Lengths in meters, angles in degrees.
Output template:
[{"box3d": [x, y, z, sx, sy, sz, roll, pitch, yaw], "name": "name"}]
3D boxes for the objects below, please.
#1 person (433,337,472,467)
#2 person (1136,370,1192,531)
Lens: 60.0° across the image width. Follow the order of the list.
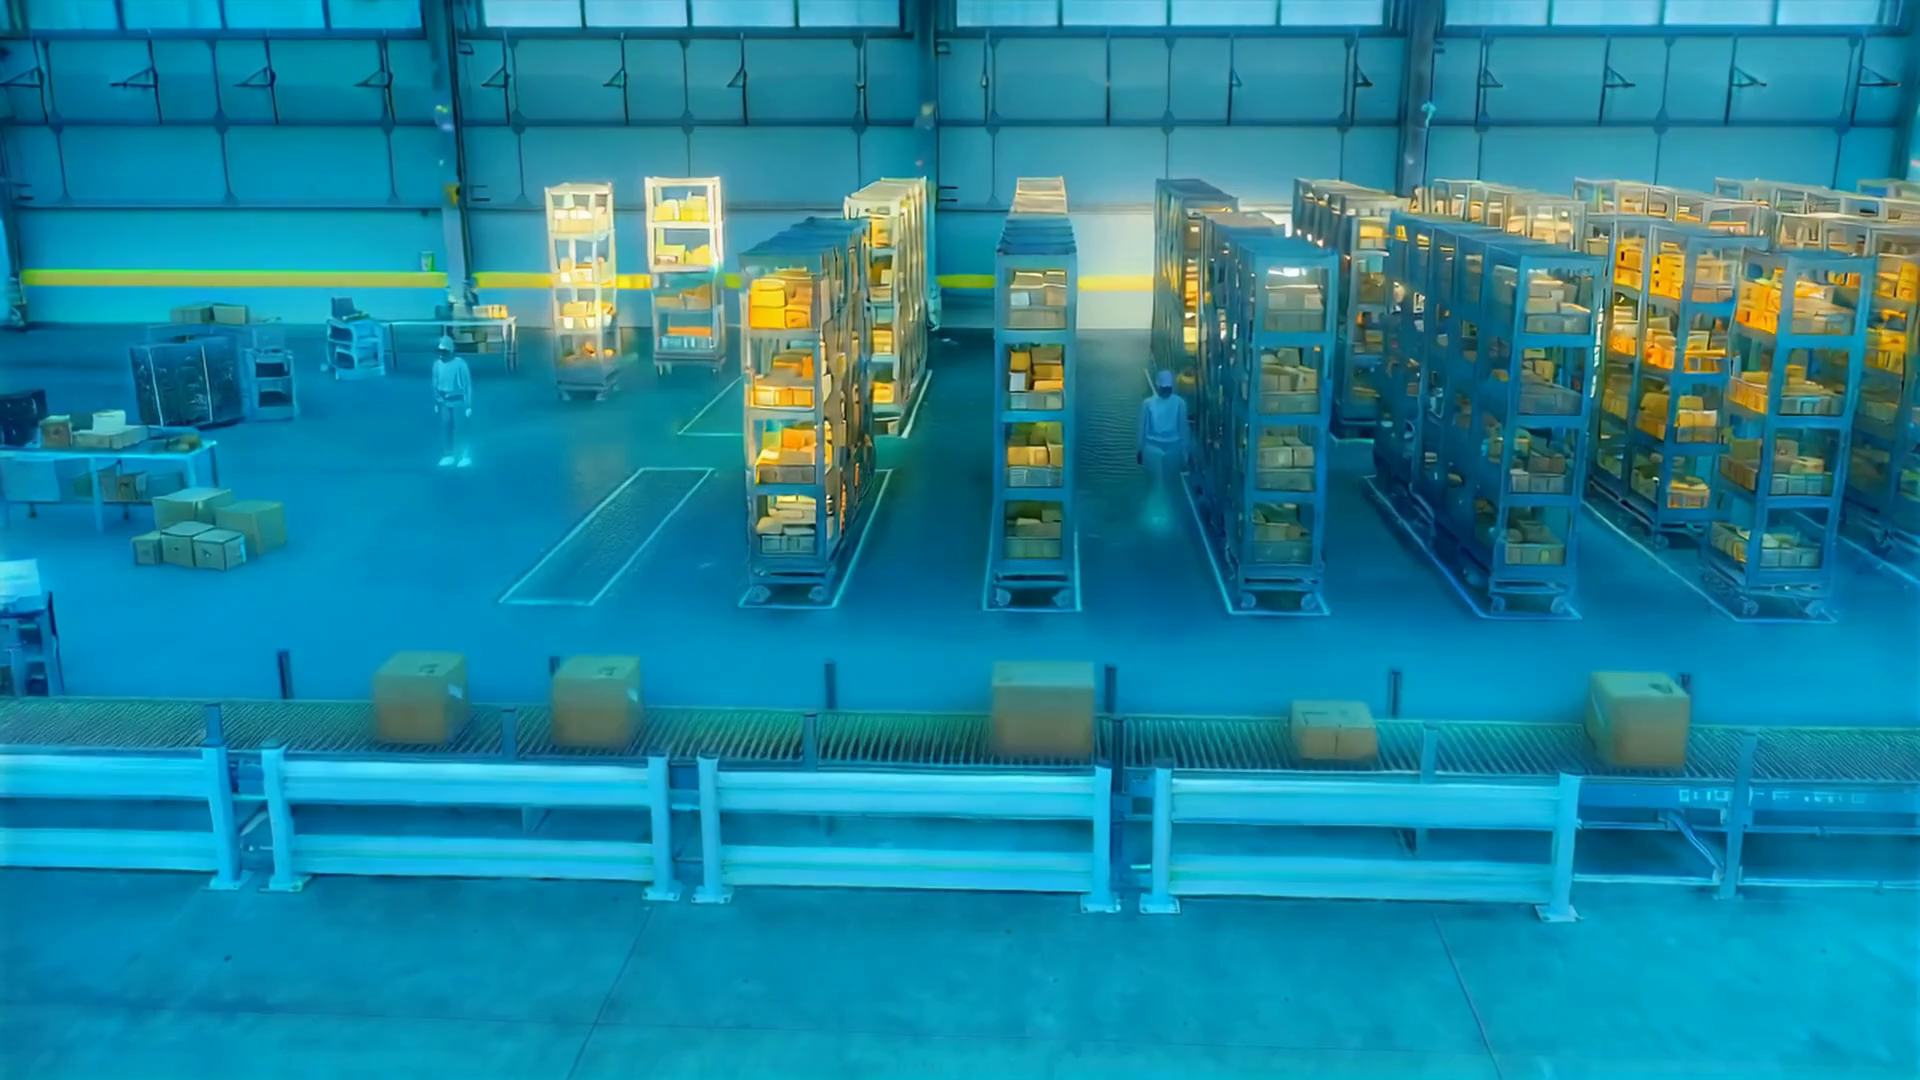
[{"box3d": [-7.091, -1.926, 23.215, 0.591, 1.833, 0.404, 5, 16, 18], "name": "person"}, {"box3d": [2.442, -1.056, 19.816, 0.645, 1.913, 0.866, 0, 15, 0], "name": "person"}]
